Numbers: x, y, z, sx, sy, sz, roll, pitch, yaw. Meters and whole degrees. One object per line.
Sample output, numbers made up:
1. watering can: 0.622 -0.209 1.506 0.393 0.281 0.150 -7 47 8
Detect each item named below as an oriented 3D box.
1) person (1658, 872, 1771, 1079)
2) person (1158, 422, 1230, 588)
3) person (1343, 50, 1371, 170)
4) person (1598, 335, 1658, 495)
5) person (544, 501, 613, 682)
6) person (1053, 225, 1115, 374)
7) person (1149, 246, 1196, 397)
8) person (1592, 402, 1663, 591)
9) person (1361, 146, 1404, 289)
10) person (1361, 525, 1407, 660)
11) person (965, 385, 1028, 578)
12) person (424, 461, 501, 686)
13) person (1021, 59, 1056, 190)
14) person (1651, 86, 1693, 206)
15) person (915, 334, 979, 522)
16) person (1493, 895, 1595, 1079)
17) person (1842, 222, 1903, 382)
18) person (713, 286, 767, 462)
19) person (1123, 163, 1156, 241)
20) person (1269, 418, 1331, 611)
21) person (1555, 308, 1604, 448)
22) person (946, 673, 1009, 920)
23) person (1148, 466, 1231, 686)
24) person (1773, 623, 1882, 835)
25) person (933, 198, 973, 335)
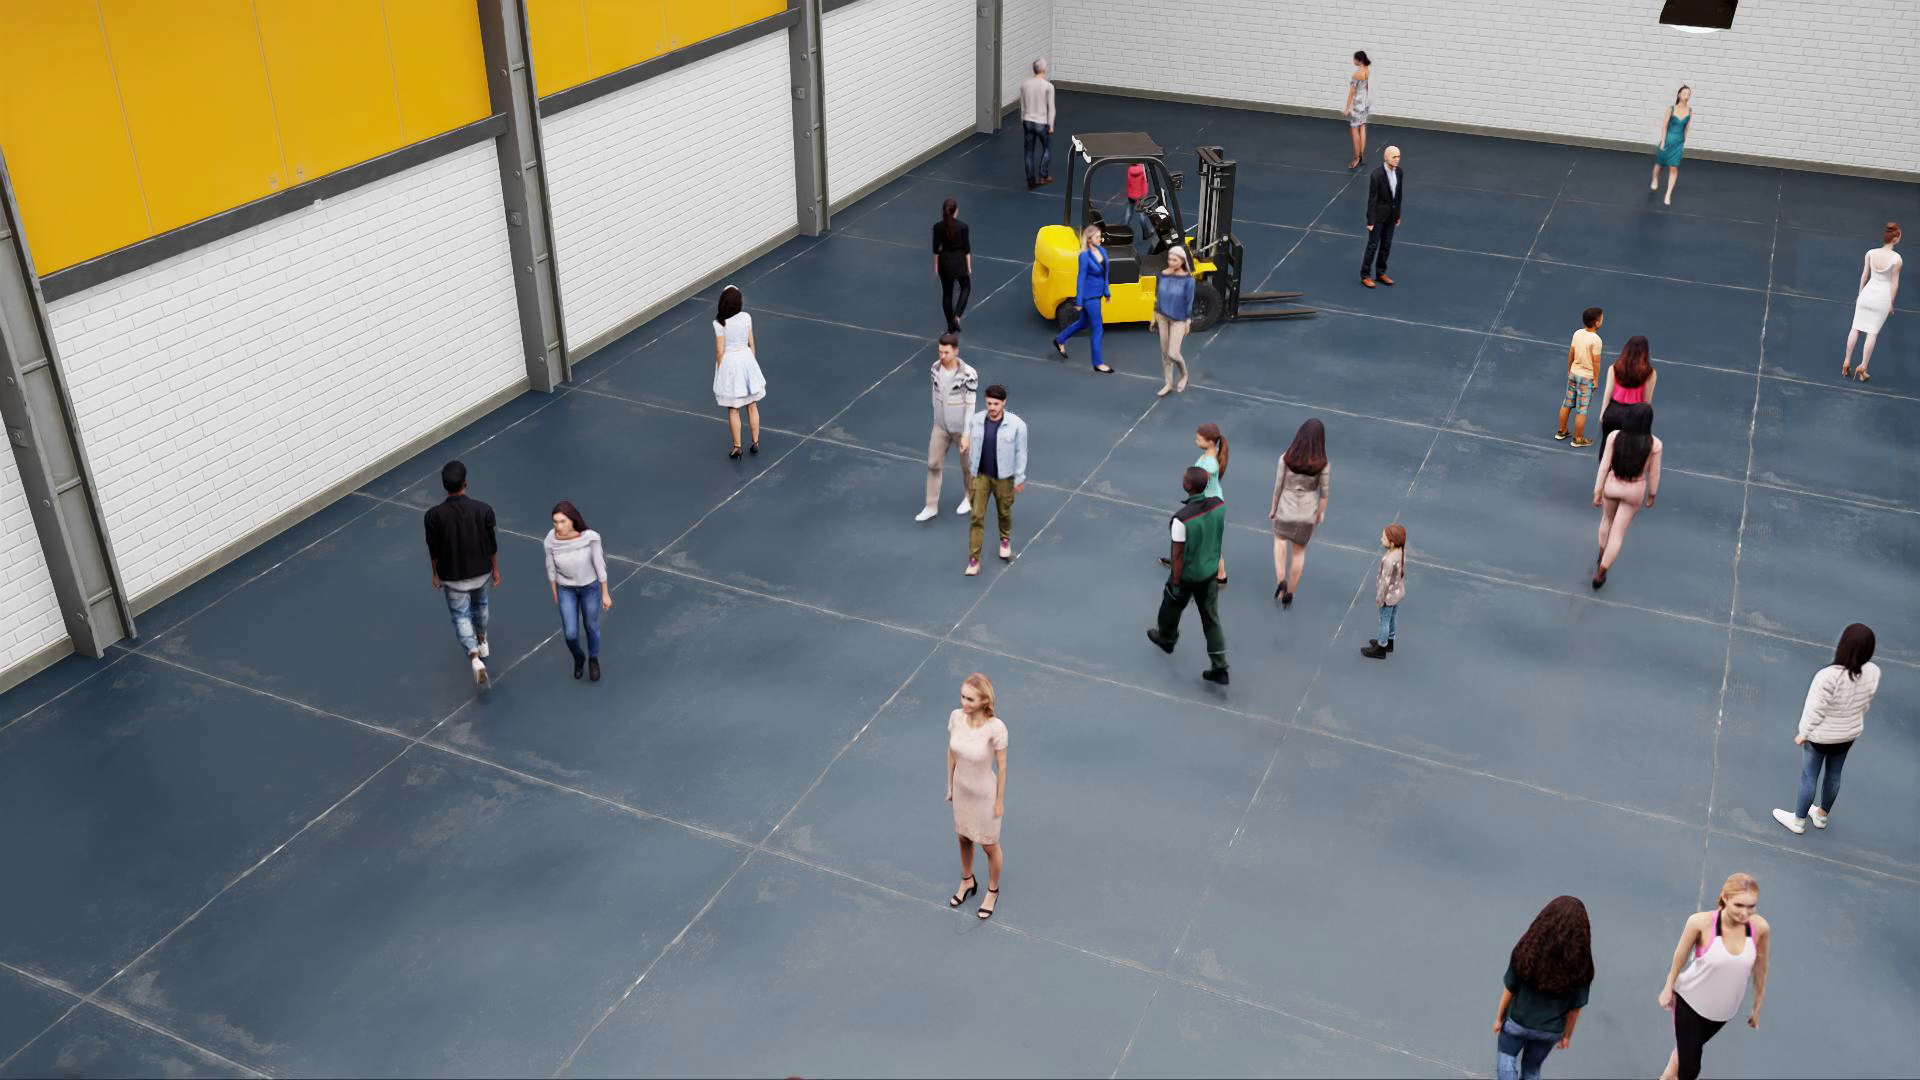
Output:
1. person: 4.039 2.461 9.072 0.863 1.767 1.051 1 29 1
2. person: 2.212 -0.283 14.344 0.689 1.535 0.840 8 30 14
3. person: 6.260 -6.714 25.855 0.576 1.803 0.777 -18 34 -30
4. person: 6.272 -1.114 15.757 0.588 1.641 0.862 13 31 23
5. person: -2.992 0.365 13.068 0.735 1.621 0.766 -5 29 -9
6. person: 1.383 -2.722 18.675 0.710 1.670 1.024 15 32 25
7. person: 2.346 -2.388 18.043 0.694 1.688 0.719 21 35 34
8. person: 5.673 -0.341 14.287 0.689 1.693 0.925 17 33 28
9. person: 5.372 -4.120 21.103 0.736 1.798 0.828 -15 32 -25
10. person: 3.480 0.411 13.430 0.569 1.193 0.448 18 34 30
11. person: 0.315 -0.584 14.658 0.832 1.763 1.141 7 29 12
12. person: -3.873 0.282 13.051 1.156 1.781 1.170 -13 31 -22
13. person: 1.110 -6.159 24.744 0.740 1.892 0.764 12 31 21
14. person: 10.380 -5.789 24.318 0.711 1.651 1.074 5 29 9
15. person: -0.003 -1.098 15.527 0.735 1.833 0.999 14 32 25
16. person: 3.090 2.636 8.924 0.642 1.602 0.756 8 30 14
17. person: 10.082 -2.627 18.365 0.641 1.801 0.634 -18 33 -29
18. person: -2.215 -1.657 16.568 0.846 1.818 0.913 -13 31 -23
19. person: 2.349 -4.596 22.515 0.676 1.283 0.938 22 36 35
20. person: 2.822 -0.166 13.929 0.670 1.728 0.642 6 29 11
21. person: 6.353 -1.675 16.974 0.640 1.461 0.605 -15 32 -26
22. person: 0.119 1.616 10.556 0.604 1.829 0.555 18 33 29
23. person: 1.897 0.310 12.991 1.263 1.790 1.202 -16 32 -27
24. person: 5.959 1.286 11.360 0.701 1.638 0.741 -7 29 -12
25. person: -0.103 -3.162 19.504 0.680 1.649 0.679 7 29 12
